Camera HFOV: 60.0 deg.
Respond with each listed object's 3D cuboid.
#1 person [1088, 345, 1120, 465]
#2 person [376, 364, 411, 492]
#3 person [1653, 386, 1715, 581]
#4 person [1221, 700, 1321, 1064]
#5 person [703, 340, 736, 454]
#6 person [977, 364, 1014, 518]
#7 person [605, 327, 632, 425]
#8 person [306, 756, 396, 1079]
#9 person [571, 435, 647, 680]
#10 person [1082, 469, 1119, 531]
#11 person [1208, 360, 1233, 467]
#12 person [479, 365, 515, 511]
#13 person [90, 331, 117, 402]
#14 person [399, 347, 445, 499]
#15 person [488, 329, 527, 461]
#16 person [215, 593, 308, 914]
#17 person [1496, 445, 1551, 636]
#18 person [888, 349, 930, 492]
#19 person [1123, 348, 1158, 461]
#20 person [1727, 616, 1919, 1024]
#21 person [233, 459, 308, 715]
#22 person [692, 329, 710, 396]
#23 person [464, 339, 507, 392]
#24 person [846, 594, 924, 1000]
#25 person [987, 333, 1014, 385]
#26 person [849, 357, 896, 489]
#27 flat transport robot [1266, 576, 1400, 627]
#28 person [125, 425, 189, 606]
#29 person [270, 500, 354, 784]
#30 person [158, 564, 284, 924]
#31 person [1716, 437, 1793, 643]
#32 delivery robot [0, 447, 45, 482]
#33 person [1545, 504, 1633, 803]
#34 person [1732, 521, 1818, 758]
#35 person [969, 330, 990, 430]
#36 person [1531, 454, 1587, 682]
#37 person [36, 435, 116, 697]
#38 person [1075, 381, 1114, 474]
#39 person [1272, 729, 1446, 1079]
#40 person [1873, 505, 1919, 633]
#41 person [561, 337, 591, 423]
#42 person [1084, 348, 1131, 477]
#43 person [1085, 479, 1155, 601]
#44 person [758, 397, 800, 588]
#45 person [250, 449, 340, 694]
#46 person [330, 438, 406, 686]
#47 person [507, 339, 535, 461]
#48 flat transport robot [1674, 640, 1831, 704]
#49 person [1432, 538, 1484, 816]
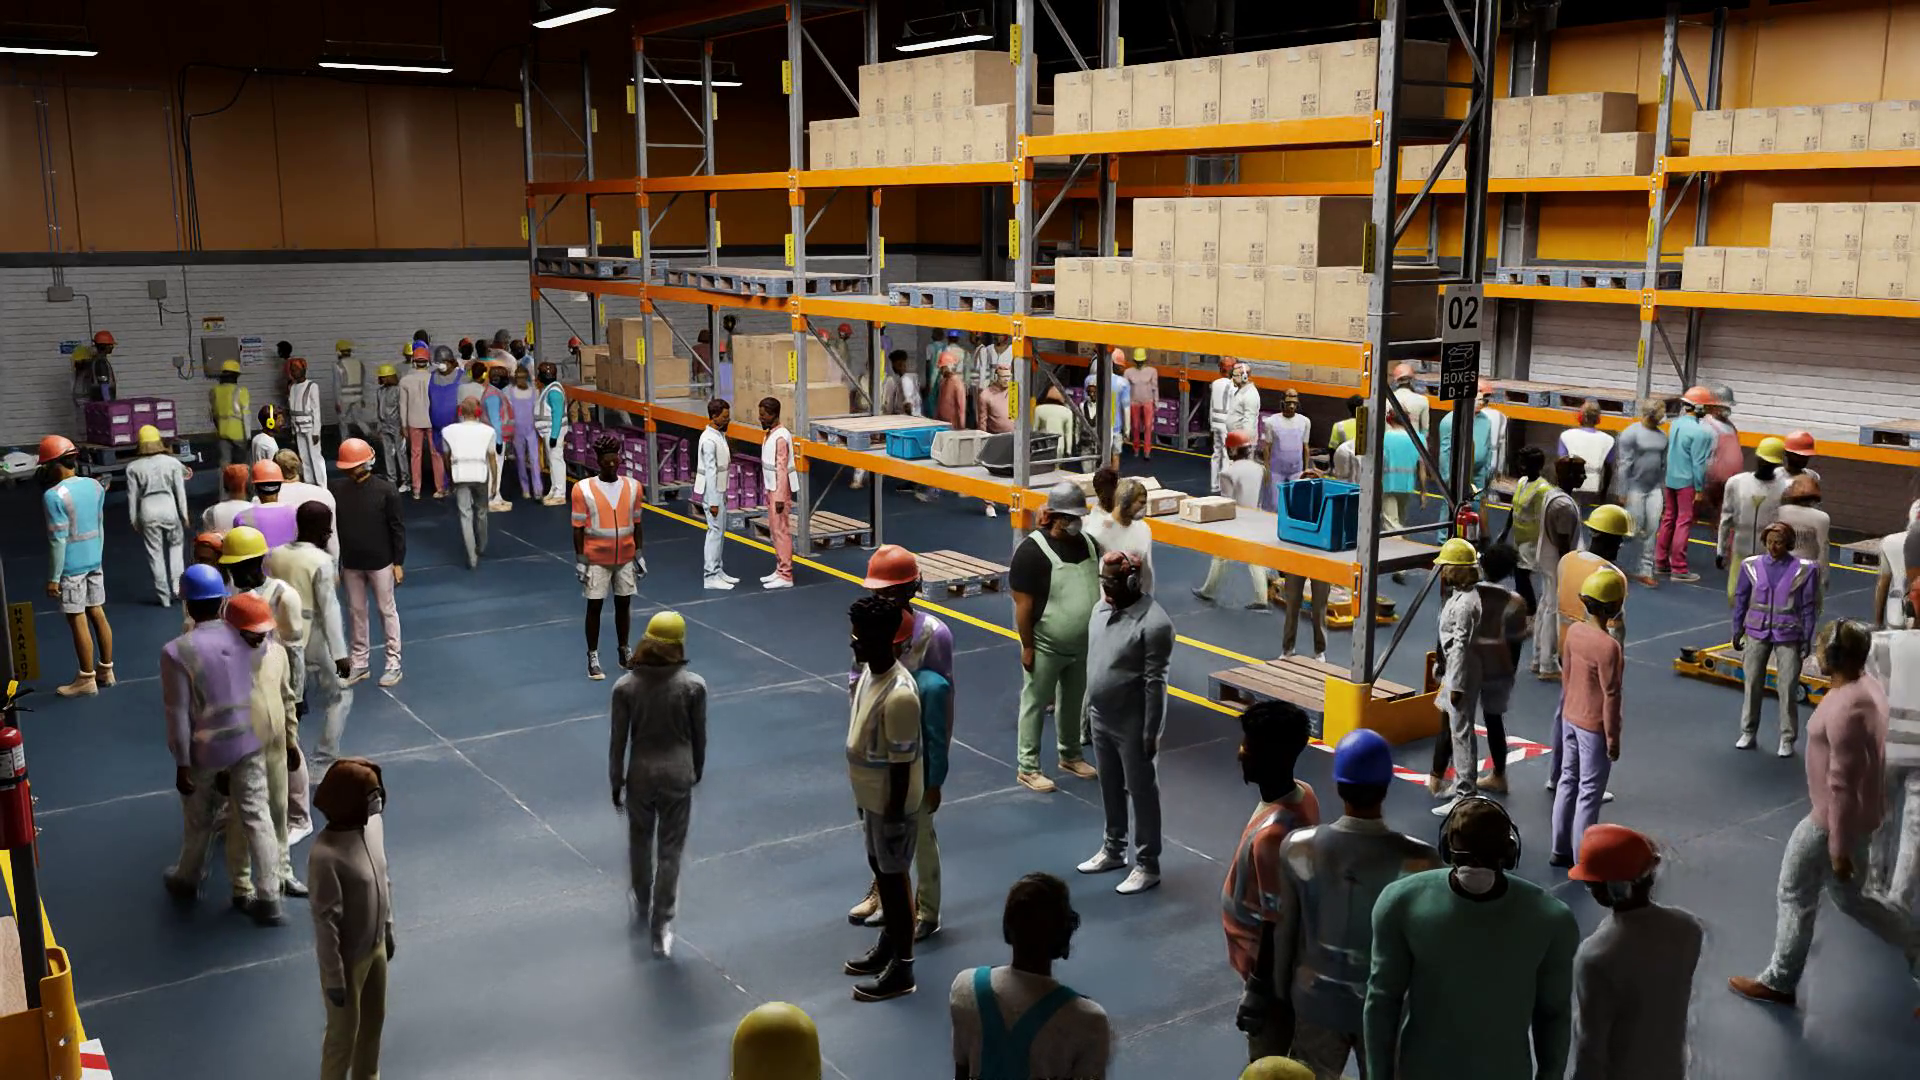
[{"bbox_3d":[2.107,-1.997,24.070,0.535,2.000,0.681,0,11,-2],"label":"person"},{"bbox_3d":[-7.633,-1.498,22.317,0.490,1.737,0.329,6,12,27],"label":"person"},{"bbox_3d":[7.412,-0.573,16.945,0.414,1.985,0.609,-1,11,-6],"label":"person"},{"bbox_3d":[1.146,1.538,6.170,0.367,1.967,0.606,3,12,16],"label":"person"},{"bbox_3d":[-3.465,-1.974,24.336,0.553,1.906,0.933,-10,15,-43],"label":"person"},{"bbox_3d":[0.527,-1.217,20.468,0.635,1.900,0.397,-4,12,-21],"label":"person"},{"bbox_3d":[-5.718,-2.616,27.663,0.433,1.891,0.816,-5,12,-23],"label":"person"},{"bbox_3d":[-2.375,1.635,6.556,0.279,1.627,0.505,1,11,7],"label":"person"},{"bbox_3d":[-2.815,0.130,13.375,0.600,1.967,0.368,-7,13,-32],"label":"person"},{"bbox_3d":[1.090,0.379,12.361,0.361,1.880,0.782,7,13,32],"label":"person"},{"bbox_3d":[3.857,-1.795,24.058,0.533,1.645,0.887,-6,12,-27],"label":"person"},{"bbox_3d":[-5.821,-1.281,20.958,0.431,1.836,0.627,-2,11,-12],"label":"person"},{"bbox_3d":[-12.448,-2.034,24.287,0.406,2.034,0.611,-7,13,-30],"label":"person"},{"bbox_3d":[-7.027,-1.533,21.849,0.618,1.986,0.408,-3,12,-16],"label":"person"},{"bbox_3d":[-6.892,-2.216,25.191,0.713,2.000,0.995,8,14,35],"label":"person"},{"bbox_3d":[-3.746,1.128,8.859,0.354,1.739,0.568,5,12,25],"label":"person"},{"bbox_3d":[5.017,-0.001,14.775,0.418,1.687,0.544,0,11,-2],"label":"person"},{"bbox_3d":[-0.659,-1.584,22.250,0.645,1.930,0.666,0,11,1],"label":"person"},{"bbox_3d":[2.731,-2.053,25.216,0.542,1.701,0.850,2,11,8],"label":"person"},{"bbox_3d":[4.103,1.296,7.589,0.882,1.908,0.624,8,14,37],"label":"person"},{"bbox_3d":[-5.062,0.364,12.301,0.548,1.925,0.392,-8,13,-34],"label":"person"},{"bbox_3d":[-4.646,-3.023,30.367,0.501,1.633,0.282,-4,12,-20],"label":"person"},{"bbox_3d":[-6.949,-1.983,24.373,0.644,1.890,0.457,-5,12,-23],"label":"person"},{"bbox_3d":[-0.358,1.208,7.895,0.370,1.962,0.606,-3,11,-15],"label":"person"},{"bbox_3d":[0.689,-2.635,27.834,0.564,1.848,0.388,4,12,18],"label":"person"},{"bbox_3d":[-1.226,-1.569,22.434,0.645,1.821,0.726,5,12,22],"label":"person"},{"bbox_3d":[3.437,0.551,15.575,0.652,0.197,1.431,-4,12,-19],"label":"flat transport robot"},{"bbox_3d":[-7.650,-0.240,15.859,0.518,1.724,0.500,-6,13,-29],"label":"person"},{"bbox_3d":[-4.182,0.686,10.727,0.704,1.886,0.496,7,13,32],"label":"person"},{"bbox_3d":[-3.929,1.062,8.804,0.912,1.899,0.627,9,14,38],"label":"person"},{"bbox_3d":[6.606,0.081,13.797,0.611,1.900,0.410,8,13,34],"label":"person"},{"bbox_3d":[-12.831,-1.018,22.635,0.477,0.478,0.707,3,11,14],"label":"delivery robot"},{"bbox_3d":[3.988,0.716,10.512,0.395,1.916,0.591,-3,12,-16],"label":"person"},{"bbox_3d":[5.609,0.669,11.485,0.524,1.631,0.318,8,14,36],"label":"person"},{"bbox_3d":[0.310,-2.561,27.386,0.361,1.877,0.585,-2,11,-12],"label":"person"},{"bbox_3d":[4.773,0.225,13.239,0.356,1.842,0.511,1,11,7],"label":"person"},{"bbox_3d":[-6.849,0.202,12.840,0.390,2.034,0.605,1,11,6],"label":"person"},{"bbox_3d":[1.692,-1.187,20.978,0.514,1.631,0.312,5,12,24],"label":"person"},{"bbox_3d":[1.389,1.616,5.850,0.611,1.938,0.421,4,12,22],"label":"person"},{"bbox_3d":[6.567,0.590,11.404,0.566,1.820,0.827,7,13,33],"label":"person"},{"bbox_3d":[-6.186,-2.392,26.829,0.573,1.749,0.339,-10,15,-43],"label":"person"},{"bbox_3d":[1.885,-1.456,21.408,0.647,2.014,0.445,4,12,21],"label":"person"},{"bbox_3d":[1.150,0.529,11.494,0.653,1.906,0.712,-9,14,-39],"label":"person"},{"bbox_3d":[-1.822,-0.480,16.660,0.405,1.909,0.597,-3,12,-16],"label":"person"},{"bbox_3d":[-5.106,0.258,12.820,0.630,1.932,0.379,-5,12,-24],"label":"person"},{"bbox_3d":[-4.678,0.176,13.097,0.618,1.981,0.407,2,11,10],"label":"person"},{"bbox_3d":[-6.661,-2.120,25.217,0.636,1.840,0.429,9,14,38],"label":"person"},{"bbox_3d":[6.475,1.032,13.111,0.652,0.197,1.431,-7,13,-34],"label":"flat transport robot"},{"bbox_3d":[3.079,0.845,10.336,0.337,1.731,0.482,3,11,14],"label":"person"}]
